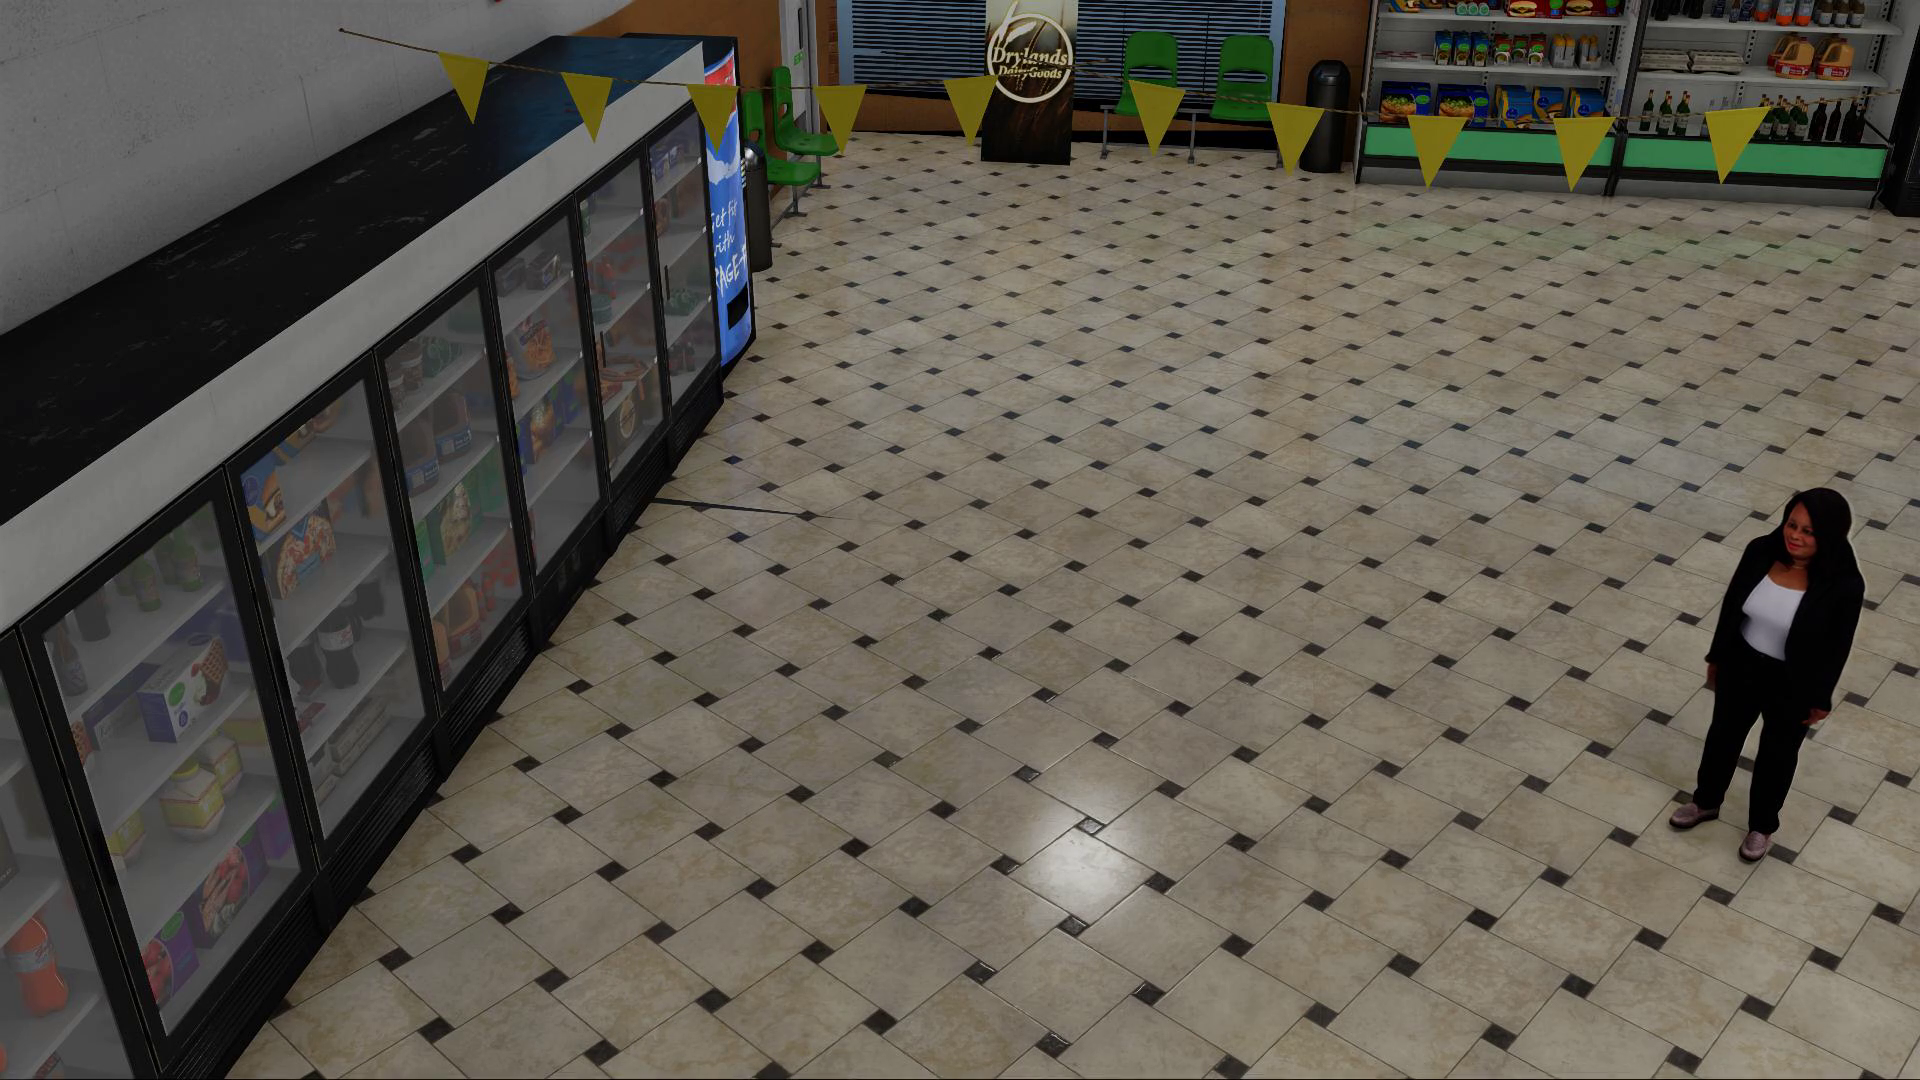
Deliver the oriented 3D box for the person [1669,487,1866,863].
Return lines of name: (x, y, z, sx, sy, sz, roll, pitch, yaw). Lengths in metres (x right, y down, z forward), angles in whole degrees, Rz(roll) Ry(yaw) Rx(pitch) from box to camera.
person: (3.201, 0.514, 6.540, 0.828, 1.617, 0.745, -25, 37, -38)
